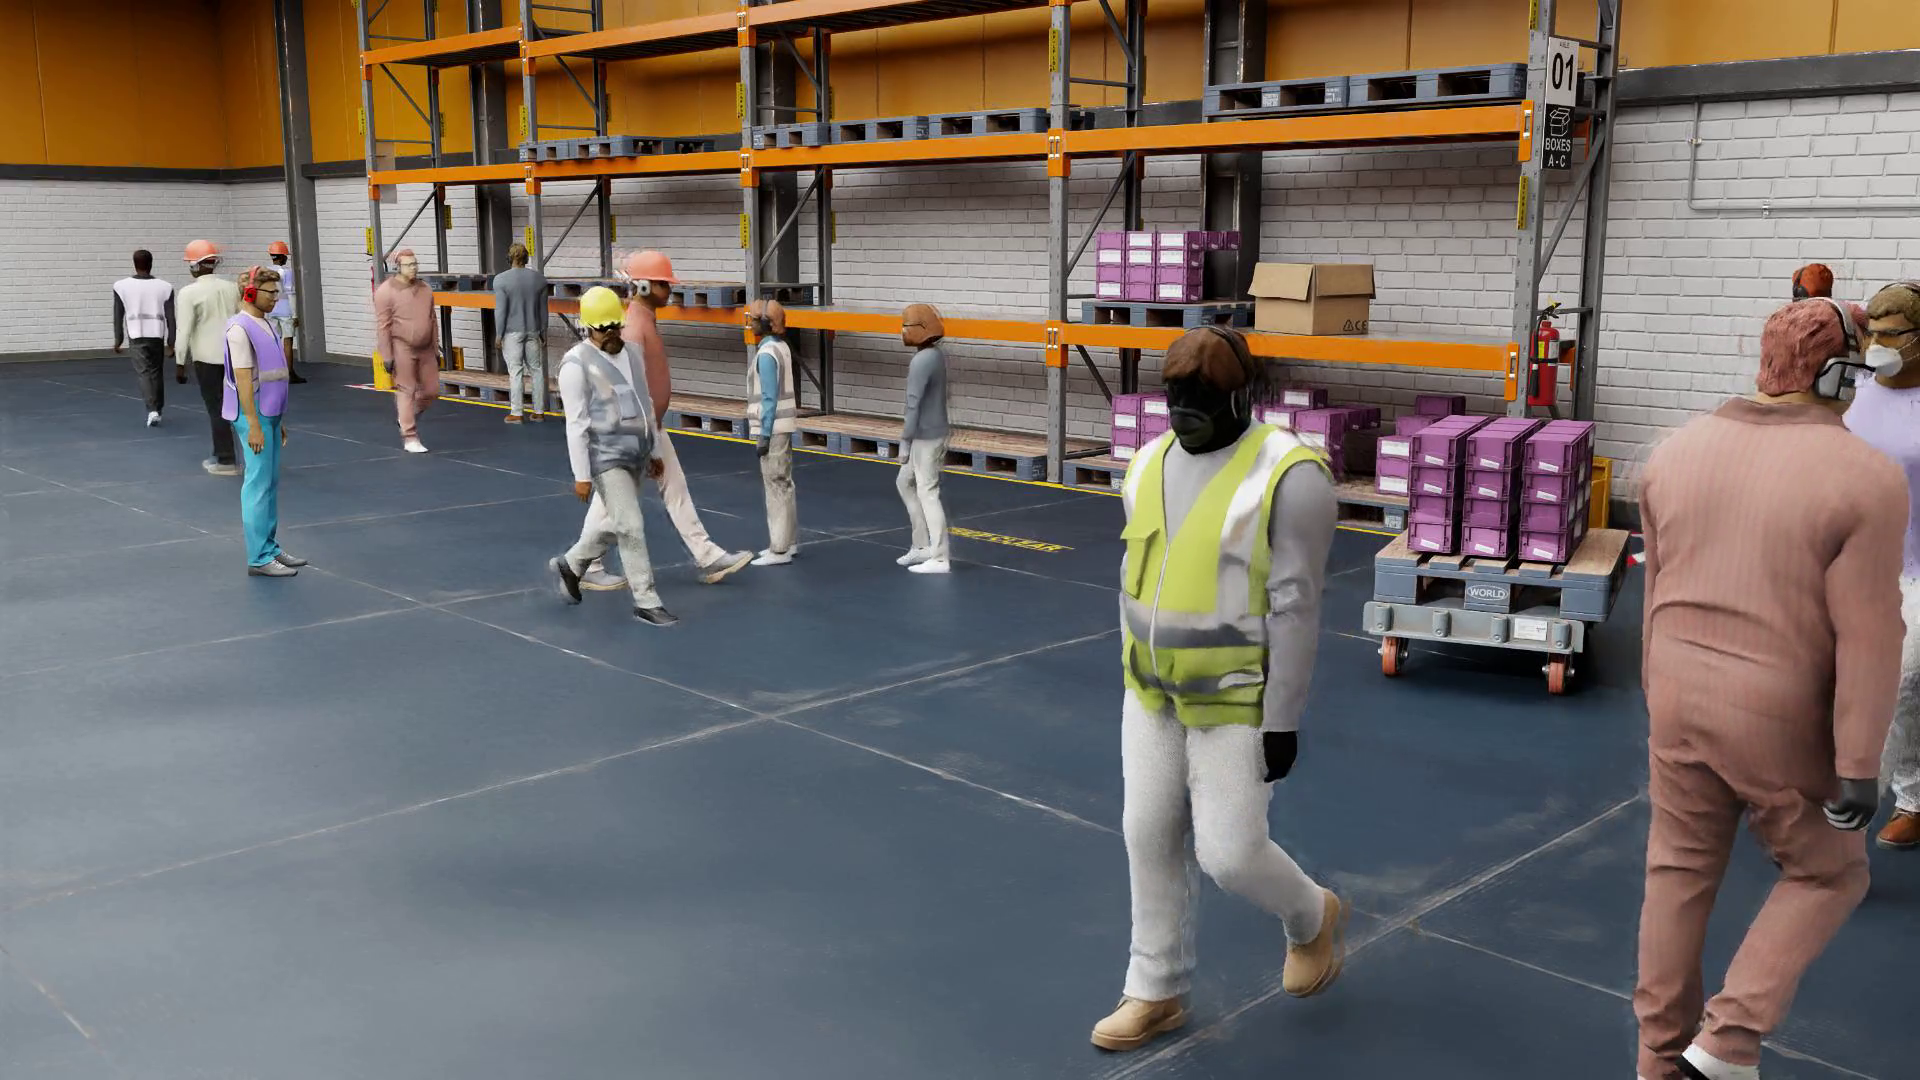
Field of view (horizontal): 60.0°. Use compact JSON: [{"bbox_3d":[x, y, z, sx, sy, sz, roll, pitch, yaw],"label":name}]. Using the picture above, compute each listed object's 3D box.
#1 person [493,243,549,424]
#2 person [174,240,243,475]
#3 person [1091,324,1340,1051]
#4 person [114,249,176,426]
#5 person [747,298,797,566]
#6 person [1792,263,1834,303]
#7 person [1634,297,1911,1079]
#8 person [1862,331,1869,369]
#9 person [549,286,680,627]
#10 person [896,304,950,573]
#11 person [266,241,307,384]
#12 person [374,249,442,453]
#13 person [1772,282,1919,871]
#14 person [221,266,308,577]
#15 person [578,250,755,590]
[{"bbox_3d":[-4.726,-2.220,17.926,0.635,1.938,0.357,-10,14,-43],"label":"person"},{"bbox_3d":[-6.406,-1.534,14.072,0.672,1.975,0.646,4,11,21],"label":"person"},{"bbox_3d":[0.656,0.370,4.138,0.610,1.820,0.636,-9,14,-40],"label":"person"},{"bbox_3d":[-8.710,-2.170,17.827,0.594,1.880,0.963,-7,13,-34],"label":"person"},{"bbox_3d":[-1.154,-0.660,10.242,0.310,1.639,0.521,1,10,4],"label":"person"},{"bbox_3d":[4.689,-0.605,9.308,0.609,1.861,0.701,-4,11,-23],"label":"person"},{"bbox_3d":[1.802,0.403,3.764,0.406,1.884,0.661,-7,13,-35],"label":"person"},{"bbox_3d":[3.718,-0.096,7.006,0.564,1.679,0.400,5,11,24],"label":"person"},{"bbox_3d":[-1.857,-0.435,8.680,0.809,1.777,0.638,5,11,23],"label":"person"},{"bbox_3d":[-0.271,-0.602,9.974,0.496,1.615,0.523,2,11,11],"label":"person"},{"bbox_3d":[-9.250,-3.097,22.715,0.552,1.937,0.356,5,11,24],"label":"person"},{"bbox_3d":[-5.155,-1.763,15.545,0.492,1.895,0.664,7,12,33],"label":"person"},{"bbox_3d":[2.905,0.138,5.239,1.070,1.873,0.622,-6,12,-30],"label":"person"},{"bbox_3d":[-4.181,-0.704,9.931,0.390,1.840,0.565,-2,11,-9],"label":"person"},{"bbox_3d":[-1.747,-0.664,9.452,1.042,1.927,0.659,0,10,2],"label":"person"}]
